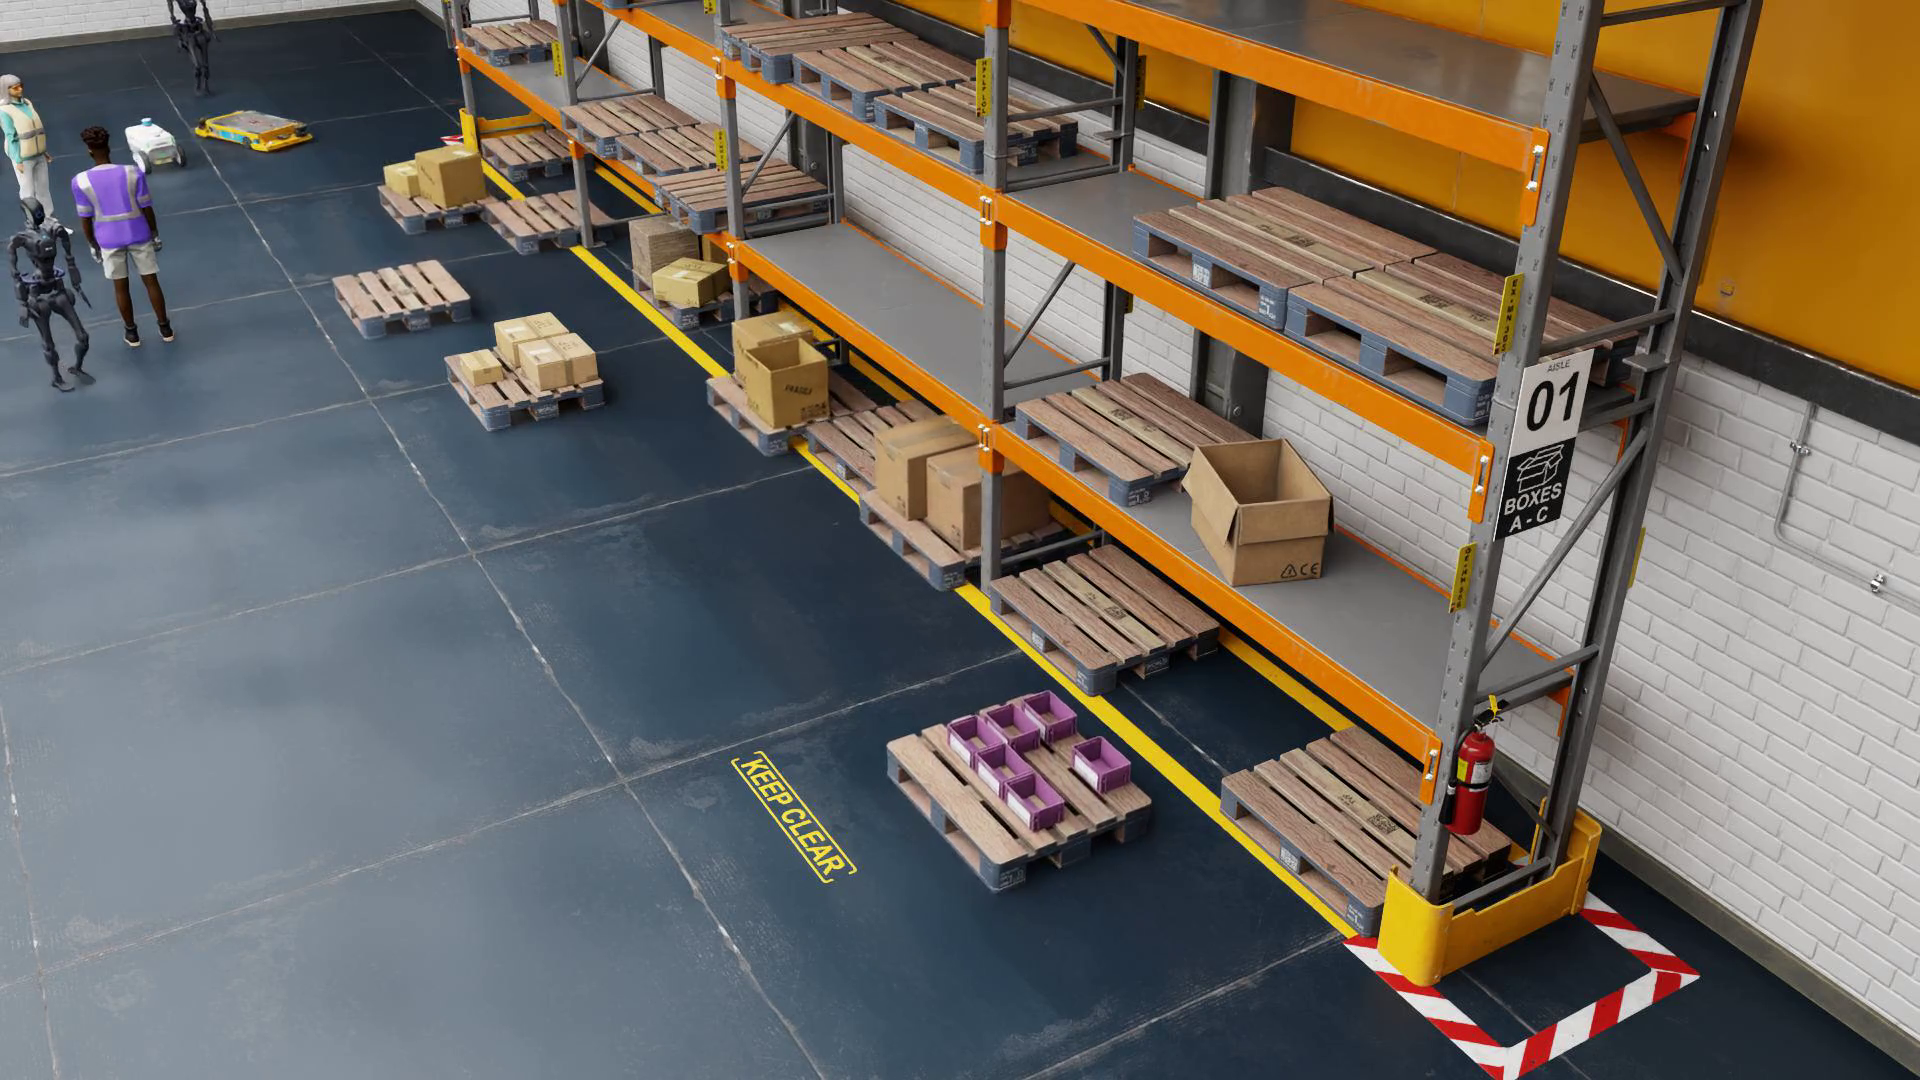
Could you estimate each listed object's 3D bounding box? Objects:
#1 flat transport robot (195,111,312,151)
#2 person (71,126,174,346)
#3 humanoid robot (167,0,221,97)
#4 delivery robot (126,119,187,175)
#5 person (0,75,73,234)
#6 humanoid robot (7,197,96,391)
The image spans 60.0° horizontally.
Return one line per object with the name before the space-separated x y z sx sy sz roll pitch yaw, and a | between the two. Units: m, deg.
flat transport robot | -8.755 -5.071 20.585 1.431 0.231 0.659 18 34 29
person | -7.352 -2.656 14.609 0.602 1.958 0.377 -15 33 -24
humanoid robot | -10.171 -6.737 22.101 0.363 1.649 0.590 20 35 31
delivery robot | -9.464 -4.639 19.531 0.529 0.594 0.766 -25 38 -36
person | -9.569 -3.915 17.080 0.367 1.709 0.464 4 30 8
humanoid robot | -7.560 -2.035 13.789 0.350 1.645 0.593 17 34 27
